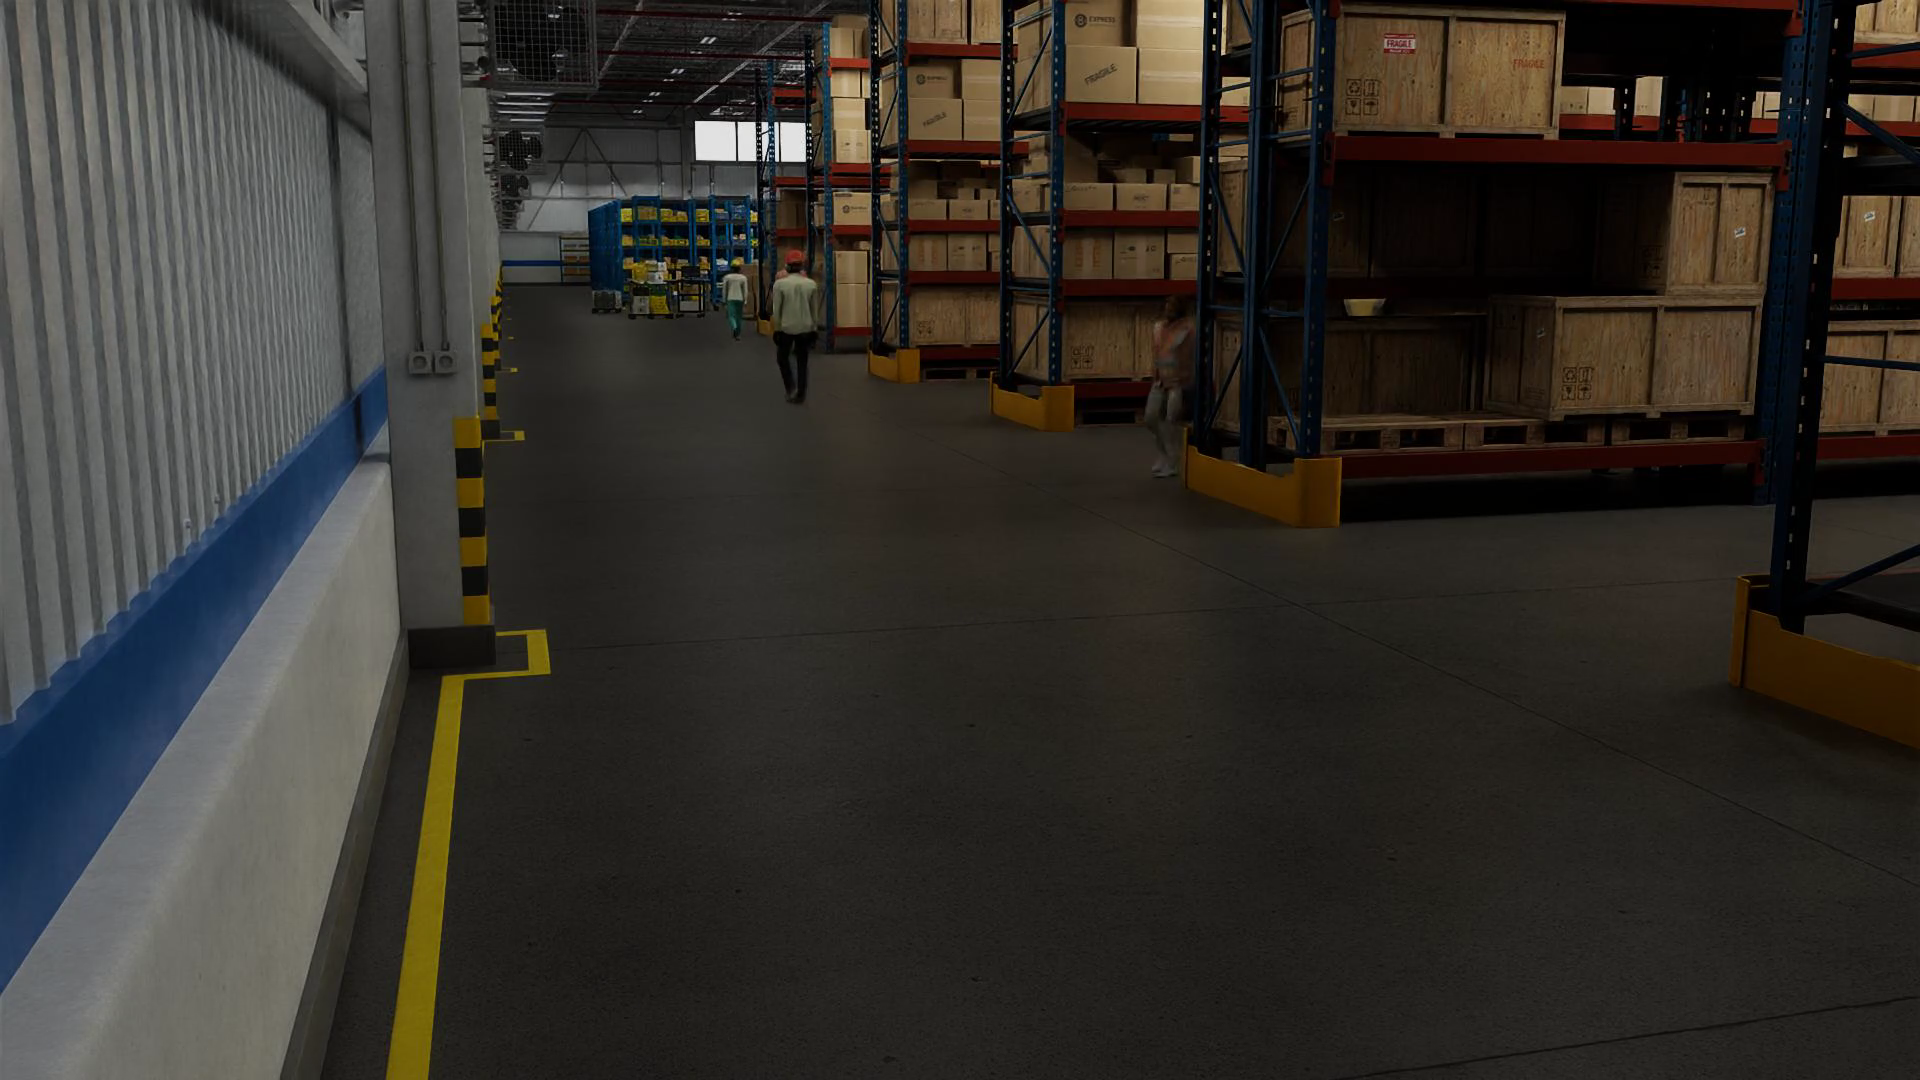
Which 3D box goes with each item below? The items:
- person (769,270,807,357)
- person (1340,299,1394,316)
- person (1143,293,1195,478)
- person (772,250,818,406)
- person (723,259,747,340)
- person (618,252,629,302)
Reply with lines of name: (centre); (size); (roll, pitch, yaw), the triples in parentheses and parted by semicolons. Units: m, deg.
person: (-3.136, -4.363, 30.785); (0.694, 1.938, 1.026); (-4, 11, -22)
person: (4.502, -2.122, 18.339); (0.624, 1.841, 0.430); (8, 13, 39)
person: (1.821, -1.340, 14.520); (0.368, 1.615, 0.553); (-8, 13, -37)
person: (-2.107, -2.696, 21.205); (0.656, 1.973, 0.500); (-5, 11, -25)
person: (-4.829, -5.170, 35.827); (0.527, 1.756, 0.537); (-3, 11, -18)
person: (-12.195, -9.499, 60.166); (0.547, 1.819, 0.583); (-6, 12, -29)
